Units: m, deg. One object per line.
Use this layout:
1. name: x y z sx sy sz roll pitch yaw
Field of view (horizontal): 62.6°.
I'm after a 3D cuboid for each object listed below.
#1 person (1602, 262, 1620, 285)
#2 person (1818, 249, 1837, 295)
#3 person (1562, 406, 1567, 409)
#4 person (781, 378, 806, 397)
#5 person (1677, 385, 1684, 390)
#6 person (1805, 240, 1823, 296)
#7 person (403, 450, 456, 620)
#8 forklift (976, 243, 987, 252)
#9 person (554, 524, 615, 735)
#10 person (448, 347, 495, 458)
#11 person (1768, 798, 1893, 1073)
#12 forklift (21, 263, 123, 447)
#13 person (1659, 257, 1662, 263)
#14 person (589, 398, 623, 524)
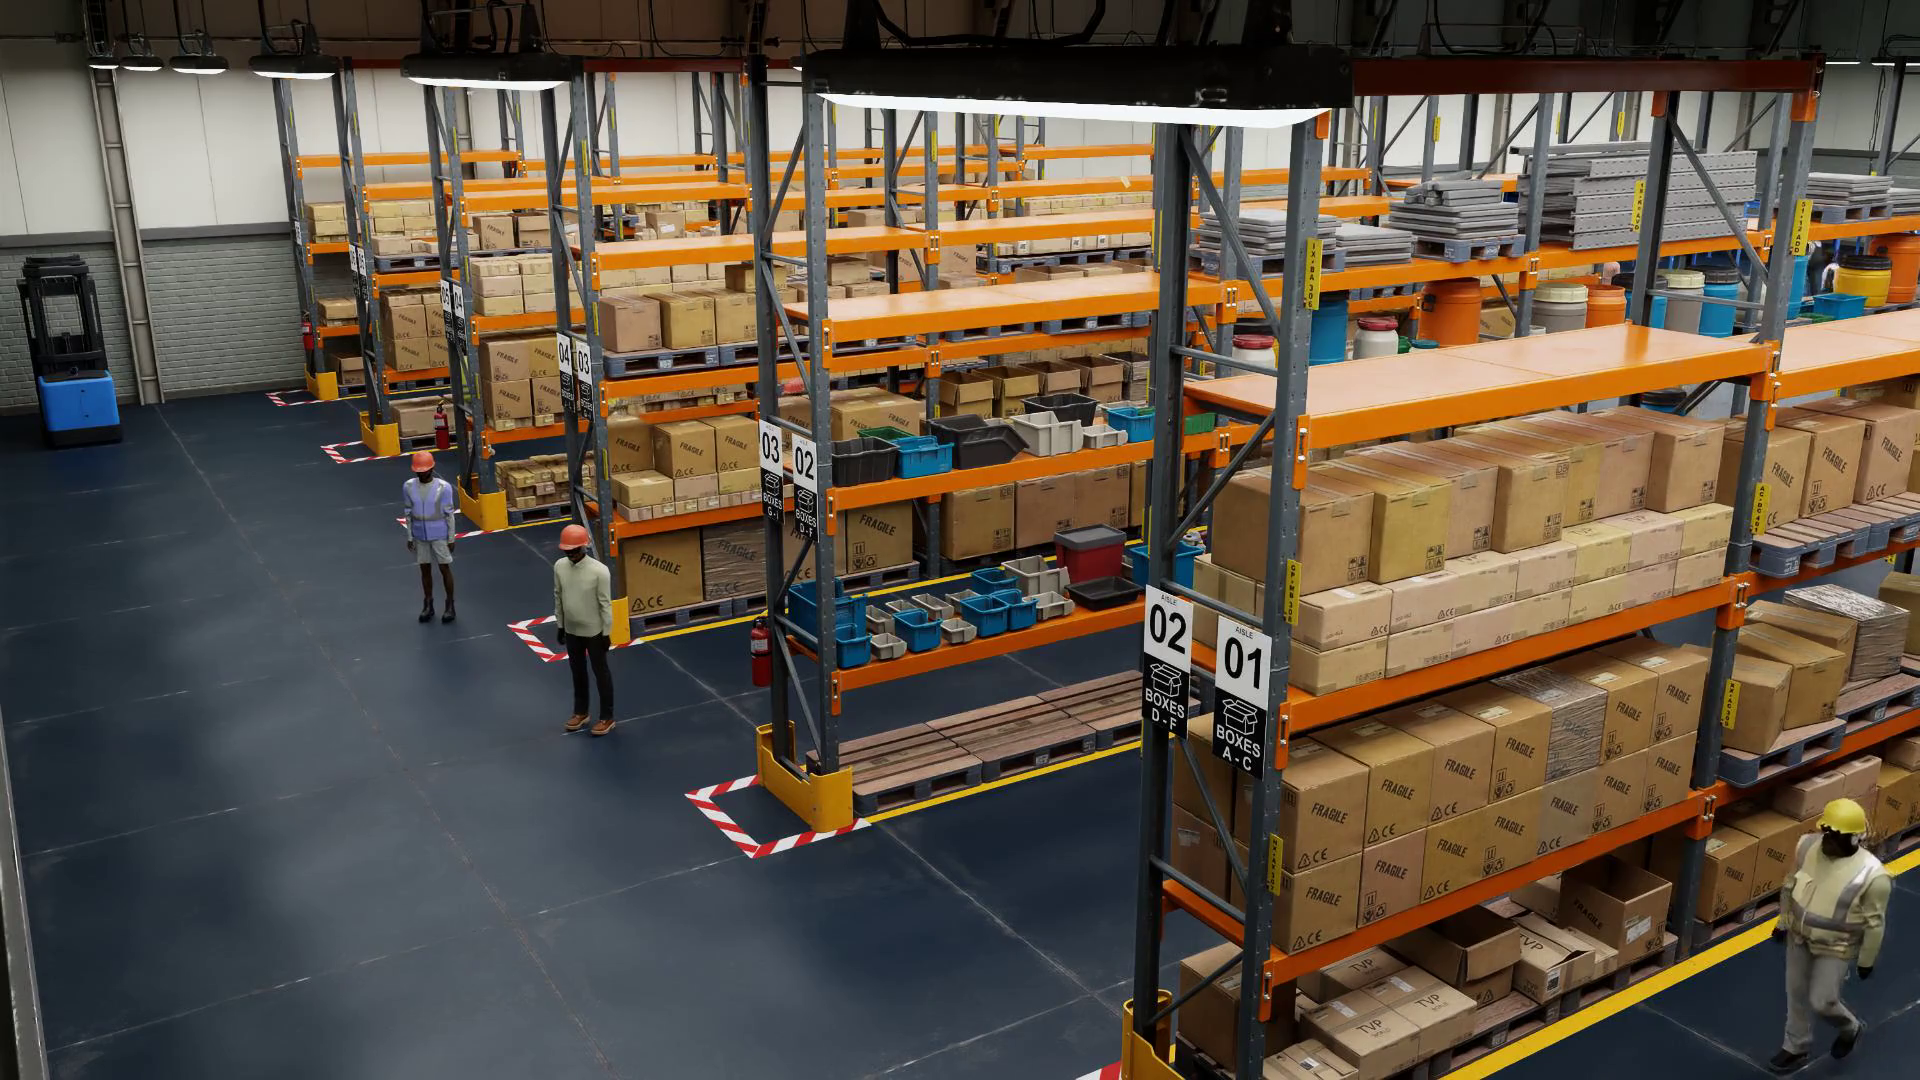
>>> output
1. person: 14.674 -5.692 35.851 0.404 1.904 0.651 -13 21 -37
2. person: 19.458 -5.600 35.563 0.642 1.894 0.607 8 19 25
3. person: 10.655 -3.296 27.936 0.636 1.939 0.363 1 17 3
4. person: -2.072 -1.161 20.815 0.617 2.015 0.893 16 23 41
5. person: 10.414 -1.892 23.429 1.014 1.879 0.565 9 19 26
6. person: 21.426 -6.982 39.920 0.725 2.000 1.029 -11 20 -32
7. person: -5.810 -0.051 17.319 0.545 1.929 0.389 1 17 4
8. forklift: 0.988 -5.474 34.718 1.214 2.155 2.313 -10 20 -31
9. person: -3.441 0.804 14.415 0.615 1.987 0.407 8 19 23
10. person: -7.558 -2.199 24.504 0.633 1.842 0.429 0 17 0
11. person: 5.238 2.381 9.529 0.495 1.817 0.597 -7 18 -22
12. forklift: -14.518 -3.079 25.708 1.129 2.768 1.873 -10 20 -31
13. person: 14.773 -5.178 33.969 0.494 2.020 0.628 -7 18 -22
14. person: -4.545 -1.113 21.019 0.830 1.807 0.600 -9 19 -27
